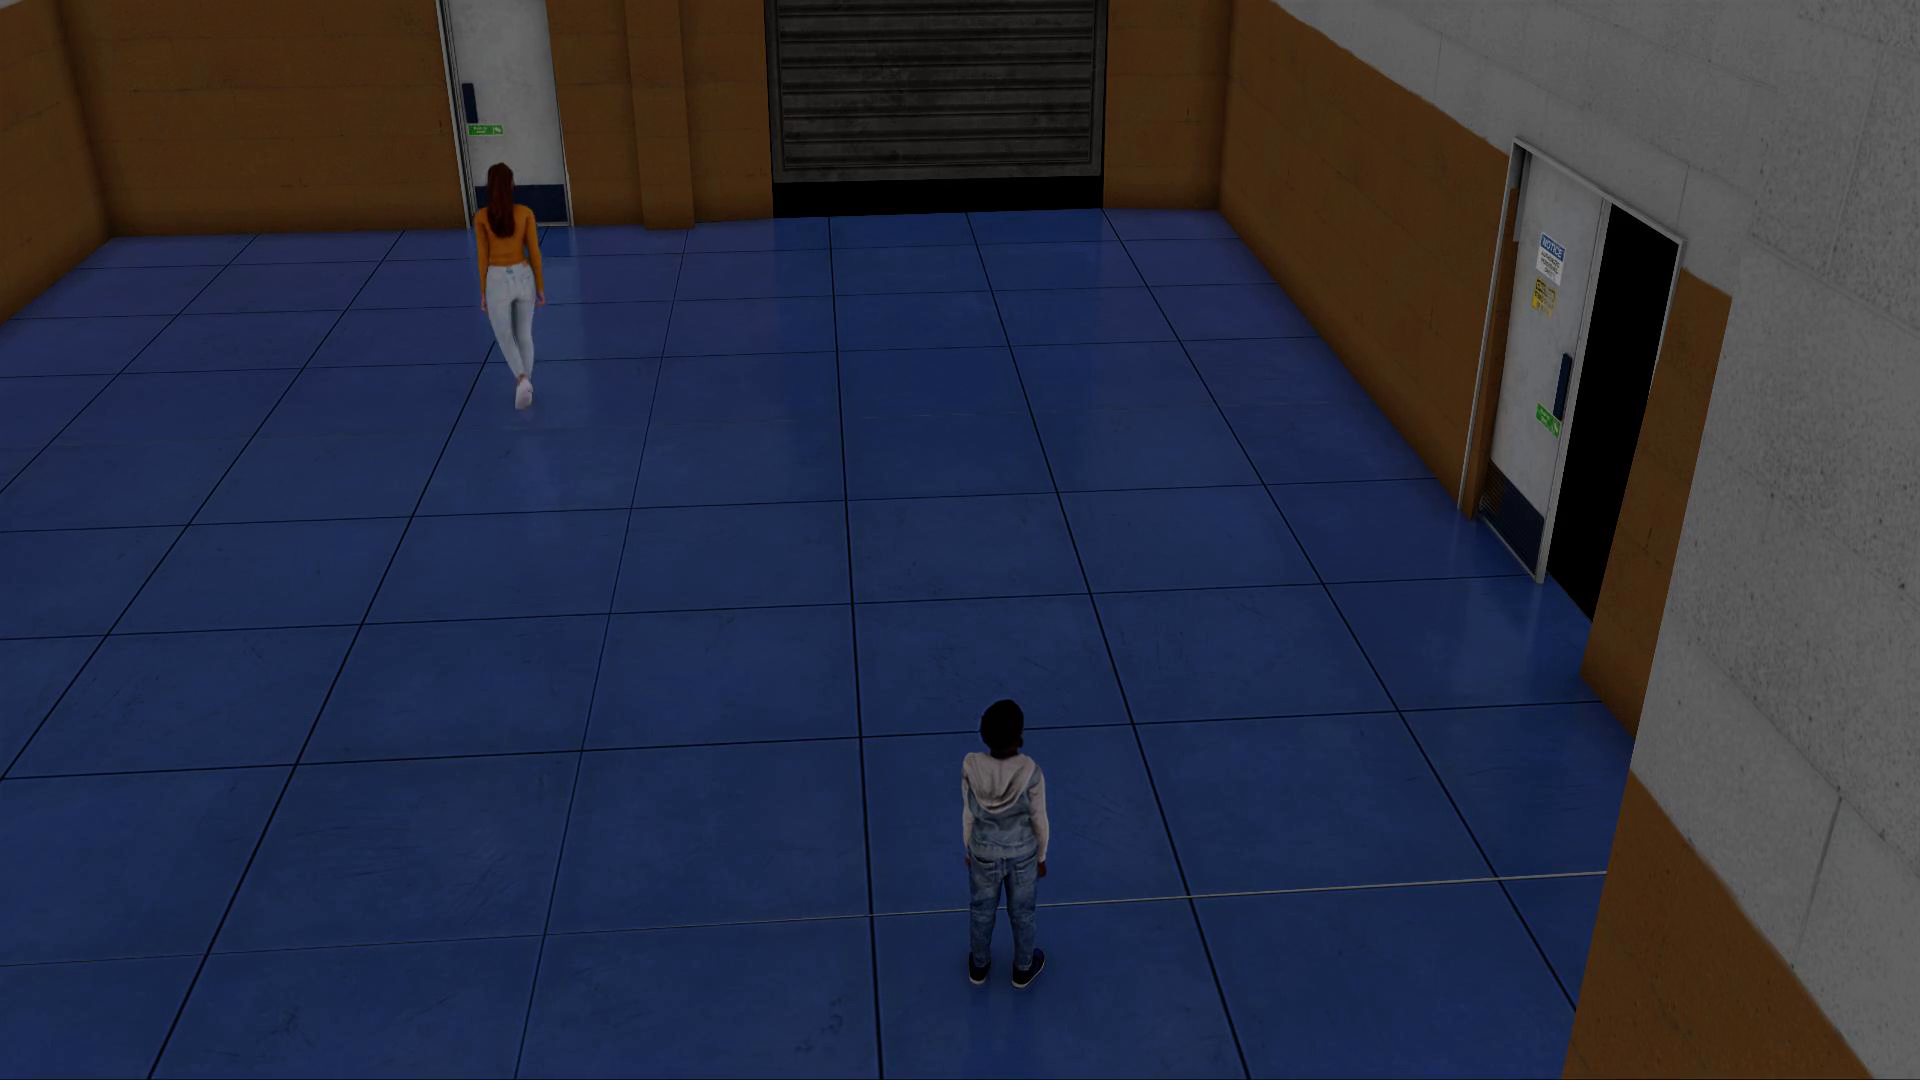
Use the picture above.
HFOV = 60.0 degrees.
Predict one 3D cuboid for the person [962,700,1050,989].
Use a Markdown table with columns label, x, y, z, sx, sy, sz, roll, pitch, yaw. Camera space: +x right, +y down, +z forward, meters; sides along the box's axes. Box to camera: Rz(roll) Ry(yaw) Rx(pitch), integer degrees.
| label | x | y | z | sx | sy | sz | roll | pitch | yaw |
| --- | --- | --- | --- | --- | --- | --- | --- | --- | --- |
| person | 0.159 | 1.150 | 6.263 | 0.498 | 1.261 | 0.591 | 5 | 27 | 10 |

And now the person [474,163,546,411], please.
| label | x | y | z | sx | sy | sz | roll | pitch | yaw |
| --- | --- | --- | --- | --- | --- | --- | --- | --- | --- |
| person | -3.040 | -1.672 | 11.304 | 0.928 | 1.735 | 0.822 | -10 | 29 | -19 |
